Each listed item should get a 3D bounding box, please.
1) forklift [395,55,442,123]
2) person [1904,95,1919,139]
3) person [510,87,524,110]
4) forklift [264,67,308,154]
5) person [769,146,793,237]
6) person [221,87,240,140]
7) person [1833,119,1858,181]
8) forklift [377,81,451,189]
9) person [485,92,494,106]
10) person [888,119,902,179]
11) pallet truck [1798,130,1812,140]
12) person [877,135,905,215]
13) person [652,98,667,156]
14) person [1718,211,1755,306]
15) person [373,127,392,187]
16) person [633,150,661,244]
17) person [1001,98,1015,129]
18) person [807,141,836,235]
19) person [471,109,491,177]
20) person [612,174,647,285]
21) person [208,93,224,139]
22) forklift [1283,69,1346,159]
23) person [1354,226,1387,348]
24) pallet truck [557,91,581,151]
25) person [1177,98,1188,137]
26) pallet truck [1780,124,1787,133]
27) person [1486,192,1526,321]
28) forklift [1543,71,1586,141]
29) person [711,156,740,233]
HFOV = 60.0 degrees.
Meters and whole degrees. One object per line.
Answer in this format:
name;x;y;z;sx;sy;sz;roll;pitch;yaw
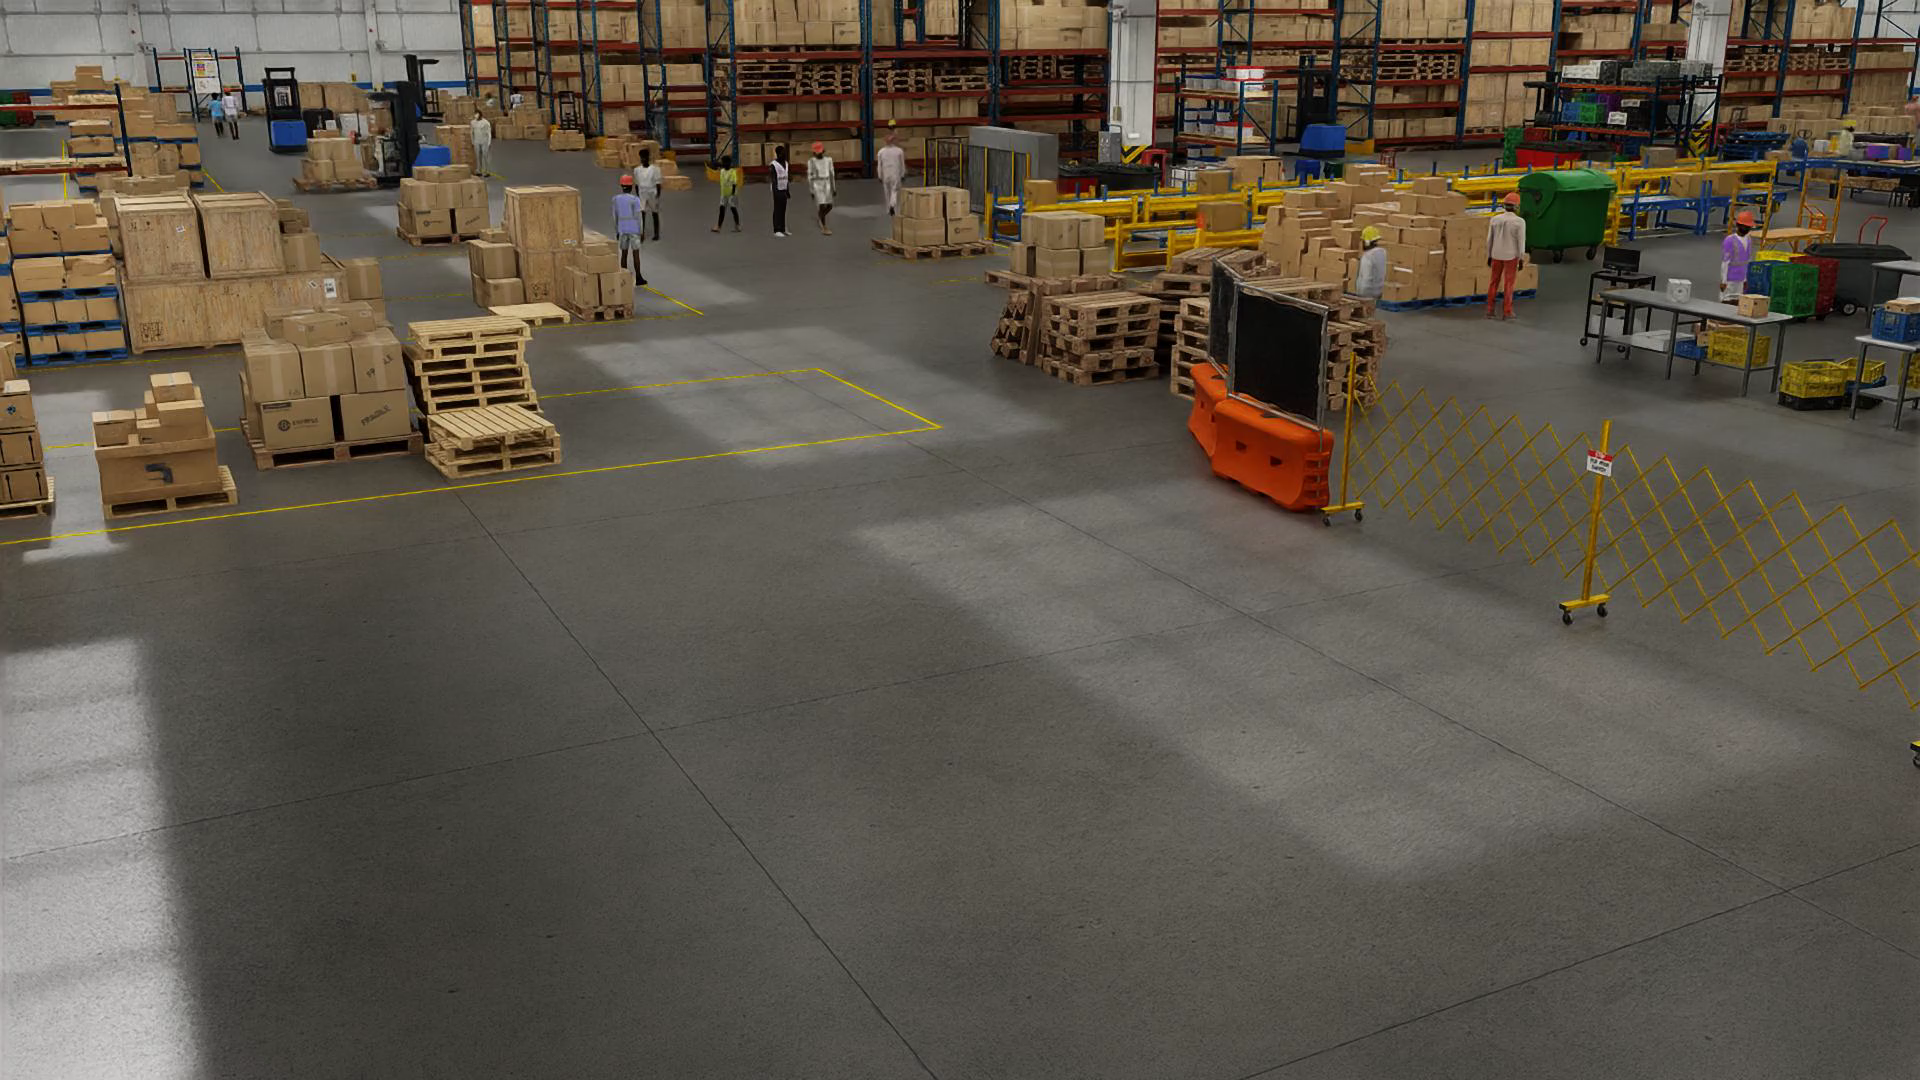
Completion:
forklift;-23.050;-19.014;70.112;1.873;2.768;1.129;-9;20;-25
person;32.472;-14.231;56.793;0.538;1.894;0.673;-3;18;-9
person;-17.683;-17.237;66.485;0.531;1.693;0.320;-9;20;-25
forklift;-22.743;-14.484;55.990;1.129;2.768;1.873;-9;20;-26
person;-3.867;-7.503;35.775;0.392;1.920;0.593;8;19;24
person;-27.139;-15.861;61.876;0.552;1.886;0.907;-11;21;-30
person;24.417;-10.680;45.854;0.414;1.814;0.601;15;23;40
forklift;-14.992;-11.085;45.393;1.873;2.768;1.129;-9;20;-26
person;-18.157;-16.382;63.960;0.793;1.605;0.526;-12;22;-34
person;-1.864;-10.875;46.555;0.367;1.758;0.524;-3;18;-8
pallet truck;25.526;-11.556;49.408;1.630;1.274;0.653;-9;20;-26
person;-1.632;-8.635;39.382;0.637;1.880;0.868;3;18;8
person;-9.875;-13.516;54.532;0.642;1.919;0.625;15;23;38
person;11.327;-3.824;24.281;0.550;1.933;0.375;-10;20;-29
person;-15.865;-10.514;45.654;0.526;1.611;0.533;12;21;32
person;-6.530;-7.162;34.714;0.608;1.911;0.997;2;18;6
person;1.508;-13.279;53.742;1.012;1.953;0.612;-6;19;-19
person;-3.001;-7.616;35.968;0.653;2.018;0.584;-10;21;-29
person;-13.875;-11.480;48.163;0.636;1.935;0.380;5;18;14
person;-5.851;-5.483;29.444;0.543;1.939;0.362;4;18;13
person;-27.942;-15.937;62.458;0.545;1.673;0.674;-14;23;-37
forklift;11.615;-13.871;54.079;1.129;2.768;1.873;-9;20;-27
person;5.760;-3.512;23.489;0.423;1.817;0.626;14;23;37
pallet truck;-13.495;-14.412;57.188;0.823;1.965;1.885;-3;18;-9
person;8.277;-15.766;61.994;0.498;1.634;0.283;-9;20;-26
pallet truck;25.206;-12.542;52.601;1.601;1.201;0.680;0;18;-2
person;8.588;-4.455;26.154;0.399;1.989;0.623;-17;24;-42
forklift;18.685;-13.231;52.085;1.873;2.768;1.129;-9;20;-26
person;-5.094;-7.517;36.207;0.550;1.662;0.712;15;23;38
